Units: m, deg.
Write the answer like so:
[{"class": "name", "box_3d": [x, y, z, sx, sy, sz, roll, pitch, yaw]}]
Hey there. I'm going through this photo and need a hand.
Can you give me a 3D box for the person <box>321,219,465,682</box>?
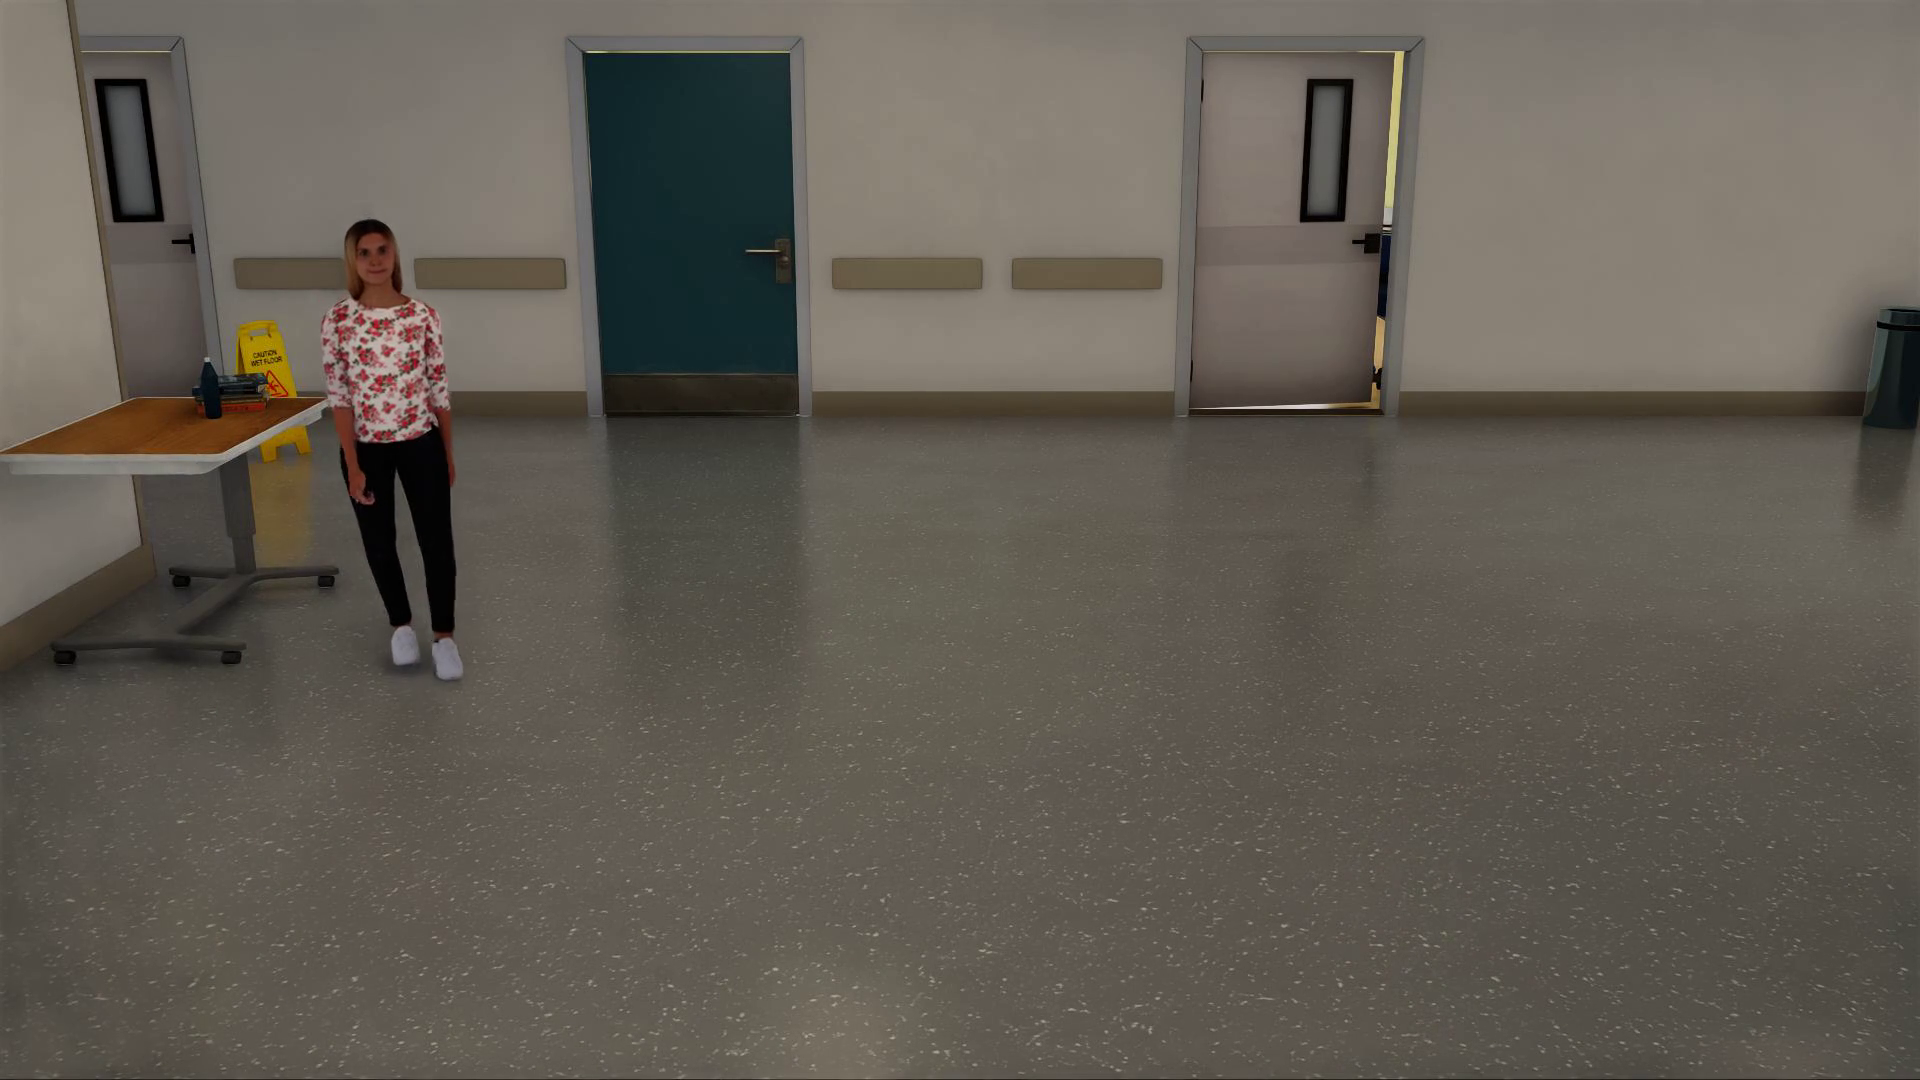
[{"class": "person", "box_3d": [-2.039, -0.328, 5.945, 0.762, 1.612, 0.752, -6, 17, -19]}]
